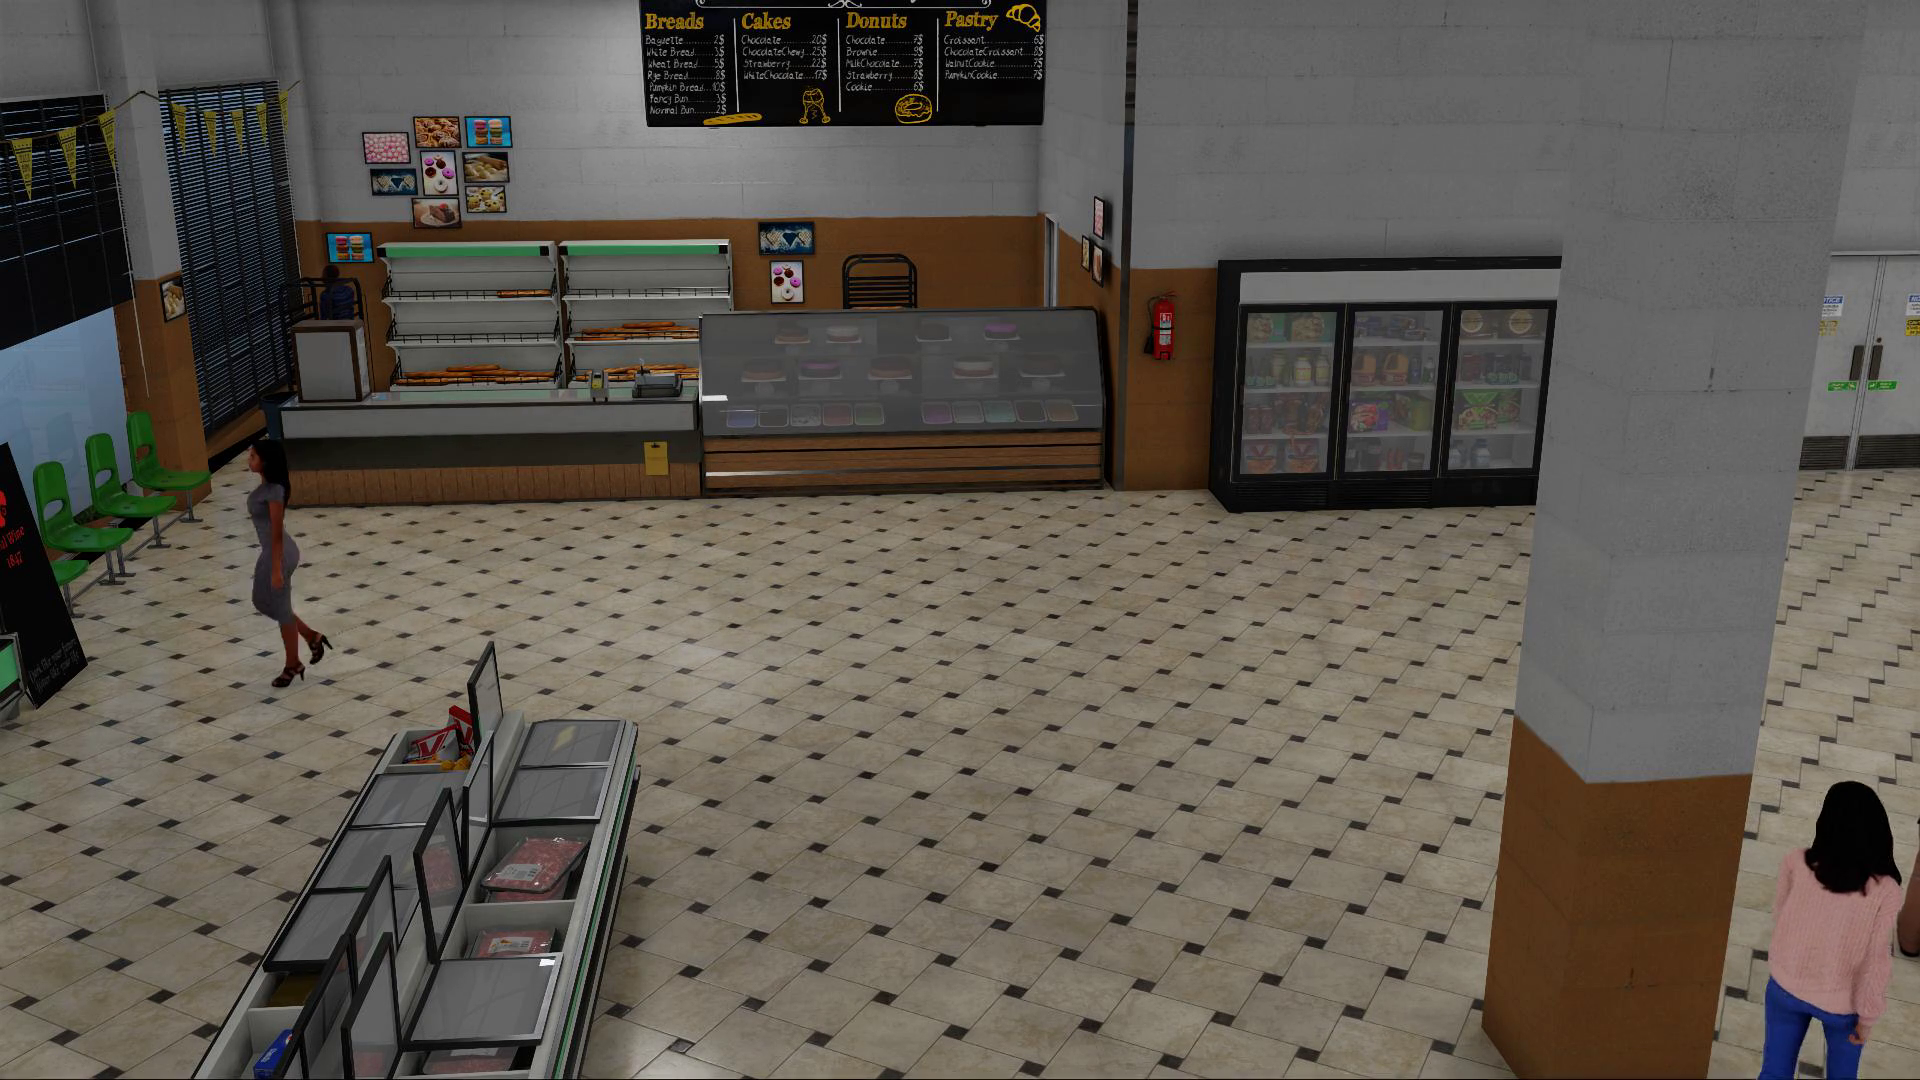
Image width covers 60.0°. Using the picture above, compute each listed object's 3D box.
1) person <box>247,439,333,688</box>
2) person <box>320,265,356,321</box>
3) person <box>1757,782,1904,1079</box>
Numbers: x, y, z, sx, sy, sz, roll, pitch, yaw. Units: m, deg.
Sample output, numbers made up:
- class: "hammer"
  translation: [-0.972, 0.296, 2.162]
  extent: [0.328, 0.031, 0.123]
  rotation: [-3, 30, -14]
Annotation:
- class: "person"
  translation: [-4.631, 0.157, 11.530]
  extent: [0.783, 1.774, 0.745]
  rotation: [-8, 19, -24]
- class: "person"
  translation: [-7.378, -2.366, 19.751]
  extent: [0.825, 1.824, 0.709]
  rotation: [6, 18, 20]
- class: "person"
  translation: [3.188, 1.772, 6.285]
  extent: [1.117, 1.731, 1.119]
  rotation: [-15, 23, -41]
